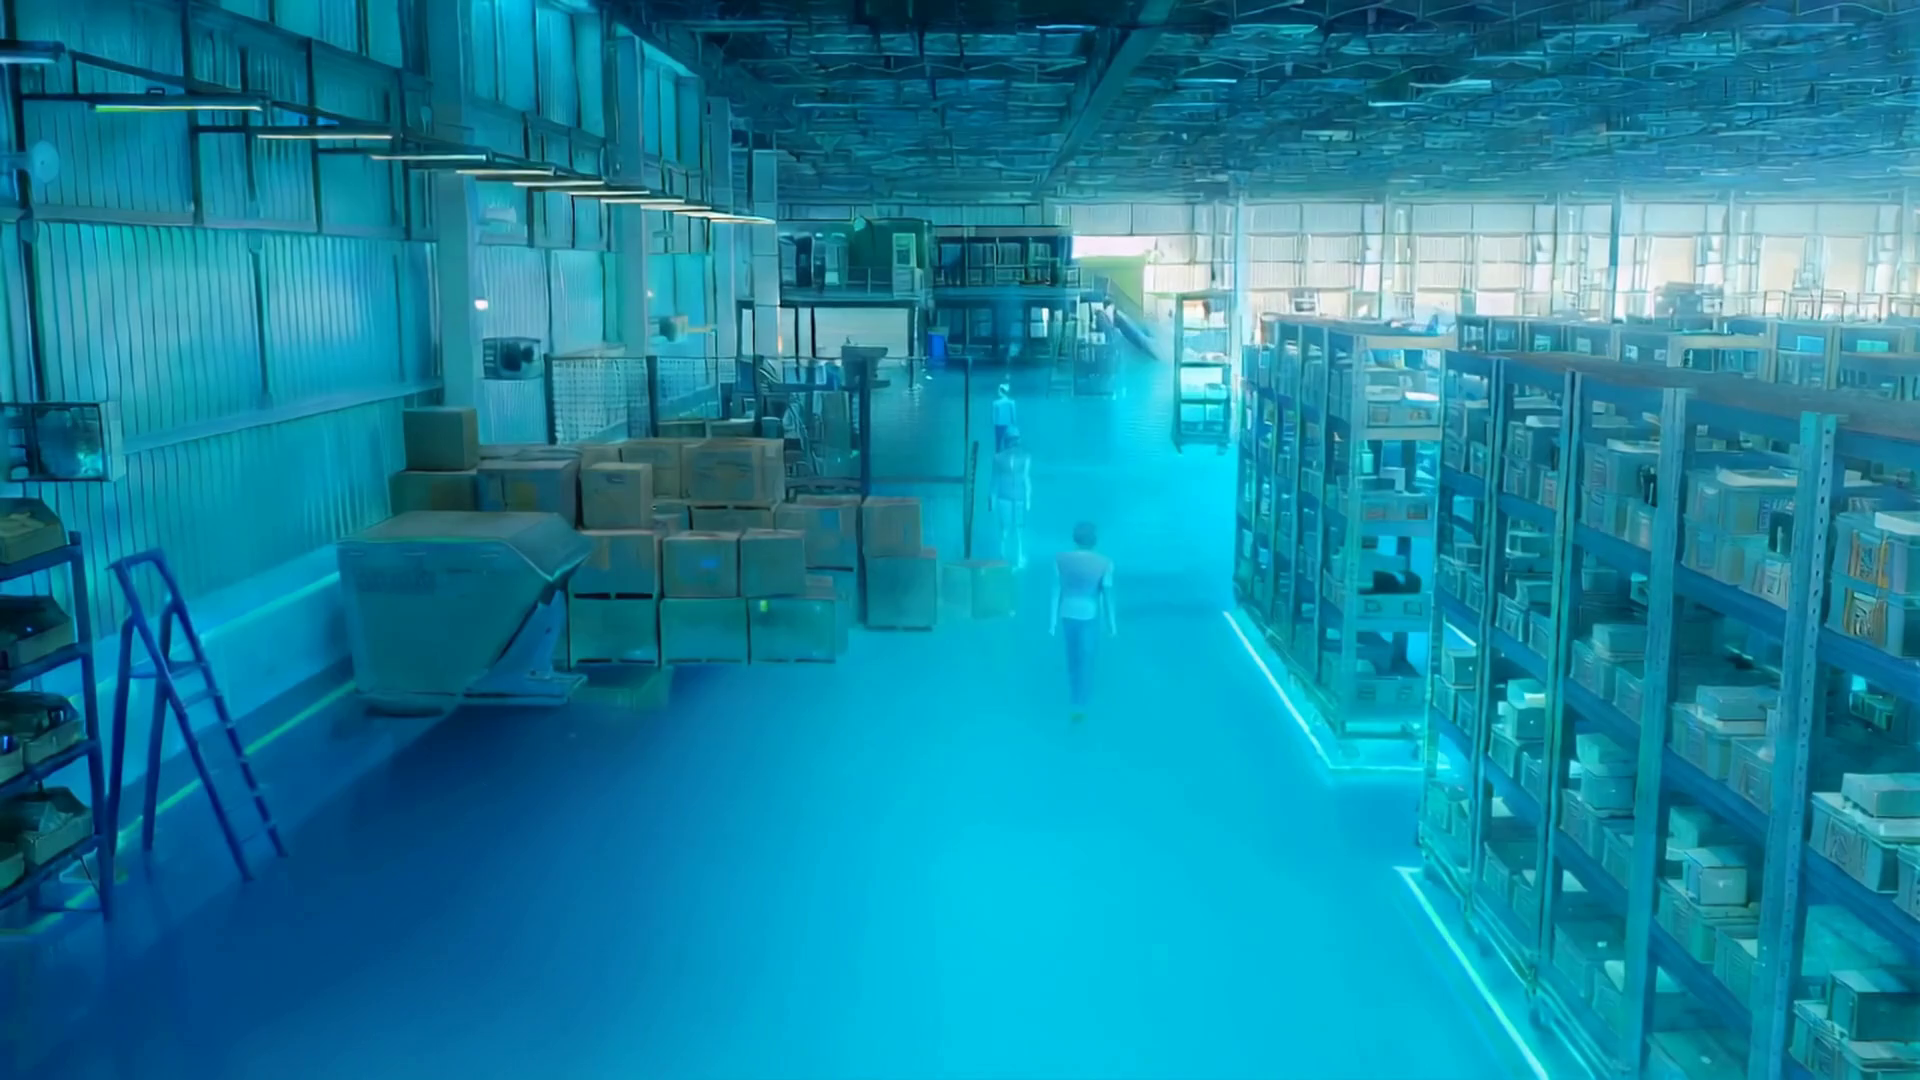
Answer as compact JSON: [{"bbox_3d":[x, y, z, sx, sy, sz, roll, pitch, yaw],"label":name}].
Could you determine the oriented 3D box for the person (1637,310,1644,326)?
[{"bbox_3d":[37.361,-11.645,91.356,0.406,1.924,0.563,5,10,28],"label":"person"}]

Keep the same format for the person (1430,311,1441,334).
[{"bbox_3d":[26.634,-11.906,93.145,0.599,1.859,1.064,-5,11,-30],"label":"person"}]

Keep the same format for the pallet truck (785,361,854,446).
[{"bbox_3d":[-3.410,-3.193,38.978,1.885,1.965,0.823,0,9,-1],"label":"pallet truck"}]

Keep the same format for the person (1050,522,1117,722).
[{"bbox_3d":[1.163,0.728,15.413,0.587,1.789,0.952,3,10,20],"label":"person"}]

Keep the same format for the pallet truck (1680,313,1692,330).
[{"bbox_3d":[36.315,-10.531,84.244,0.823,1.965,1.885,-6,11,-33],"label":"pallet truck"}]

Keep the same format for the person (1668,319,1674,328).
[{"bbox_3d":[32.292,-9.083,75.518,0.400,1.926,0.566,6,11,31],"label":"person"}]

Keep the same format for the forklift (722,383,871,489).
[{"bbox_3d":[-2.893,-1.687,28.729,2.680,1.987,1.157,0,9,-1],"label":"forklift"}]

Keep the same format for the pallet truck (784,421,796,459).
[{"bbox_3d":[-4.013,-1.793,32.705,1.601,1.201,0.680,0,9,1],"label":"pallet truck"}]

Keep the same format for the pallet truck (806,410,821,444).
[{"bbox_3d":[-3.559,-2.018,33.905,1.522,1.261,0.704,0,9,-1],"label":"pallet truck"}]

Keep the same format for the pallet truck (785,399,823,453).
[{"bbox_3d":[-3.814,-2.432,36.419,1.630,1.274,0.653,0,9,1],"label":"pallet truck"}]

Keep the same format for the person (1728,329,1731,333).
[{"bbox_3d":[29.797,-7.330,64.591,0.601,1.967,0.369,-6,11,-33],"label":"person"}]

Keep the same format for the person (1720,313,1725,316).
[{"bbox_3d":[40.463,-11.107,88.193,0.592,1.877,1.008,-8,12,-42],"label":"person"}]

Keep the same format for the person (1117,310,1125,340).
[{"bbox_3d":[9.345,-12.676,98.016,0.714,1.819,0.637,-1,9,-7],"label":"person"}]

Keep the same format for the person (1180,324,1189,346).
[{"bbox_3d":[11.685,-10.847,86.587,0.593,1.865,1.016,-1,9,-6],"label":"person"}]

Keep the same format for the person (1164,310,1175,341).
[{"bbox_3d":[12.272,-12.505,96.916,0.861,1.834,0.499,-5,10,-28],"label":"person"}]

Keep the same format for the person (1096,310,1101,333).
[{"bbox_3d":[7.966,-12.435,96.272,0.441,1.900,0.611,-2,9,-14],"label":"person"}]

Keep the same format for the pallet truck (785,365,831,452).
[{"bbox_3d":[-3.774,-2.976,37.635,1.885,1.965,0.823,1,9,5],"label":"pallet truck"}]

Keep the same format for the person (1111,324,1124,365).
[{"bbox_3d":[6.811,-8.490,72.299,0.988,1.802,0.528,-9,13,-43],"label":"person"}]

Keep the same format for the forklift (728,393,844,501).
[{"bbox_3d":[-2.979,-1.316,26.476,2.680,1.987,1.157,0,9,1],"label":"forklift"}]

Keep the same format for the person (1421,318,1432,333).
[{"bbox_3d":[22.274,-9.665,79.424,1.005,1.835,0.596,-6,11,-33],"label":"person"}]

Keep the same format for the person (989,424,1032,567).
[{"bbox_3d":[0.699,-0.600,22.982,0.608,1.996,0.380,-2,10,-15],"label":"person"}]

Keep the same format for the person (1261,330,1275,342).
[{"bbox_3d":[13.033,-8.232,70.441,0.594,1.866,0.485,6,11,33],"label":"person"}]

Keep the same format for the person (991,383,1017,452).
[{"bbox_3d":[0.919,-2.379,34.670,0.534,1.767,0.319,2,9,11],"label":"person"}]
